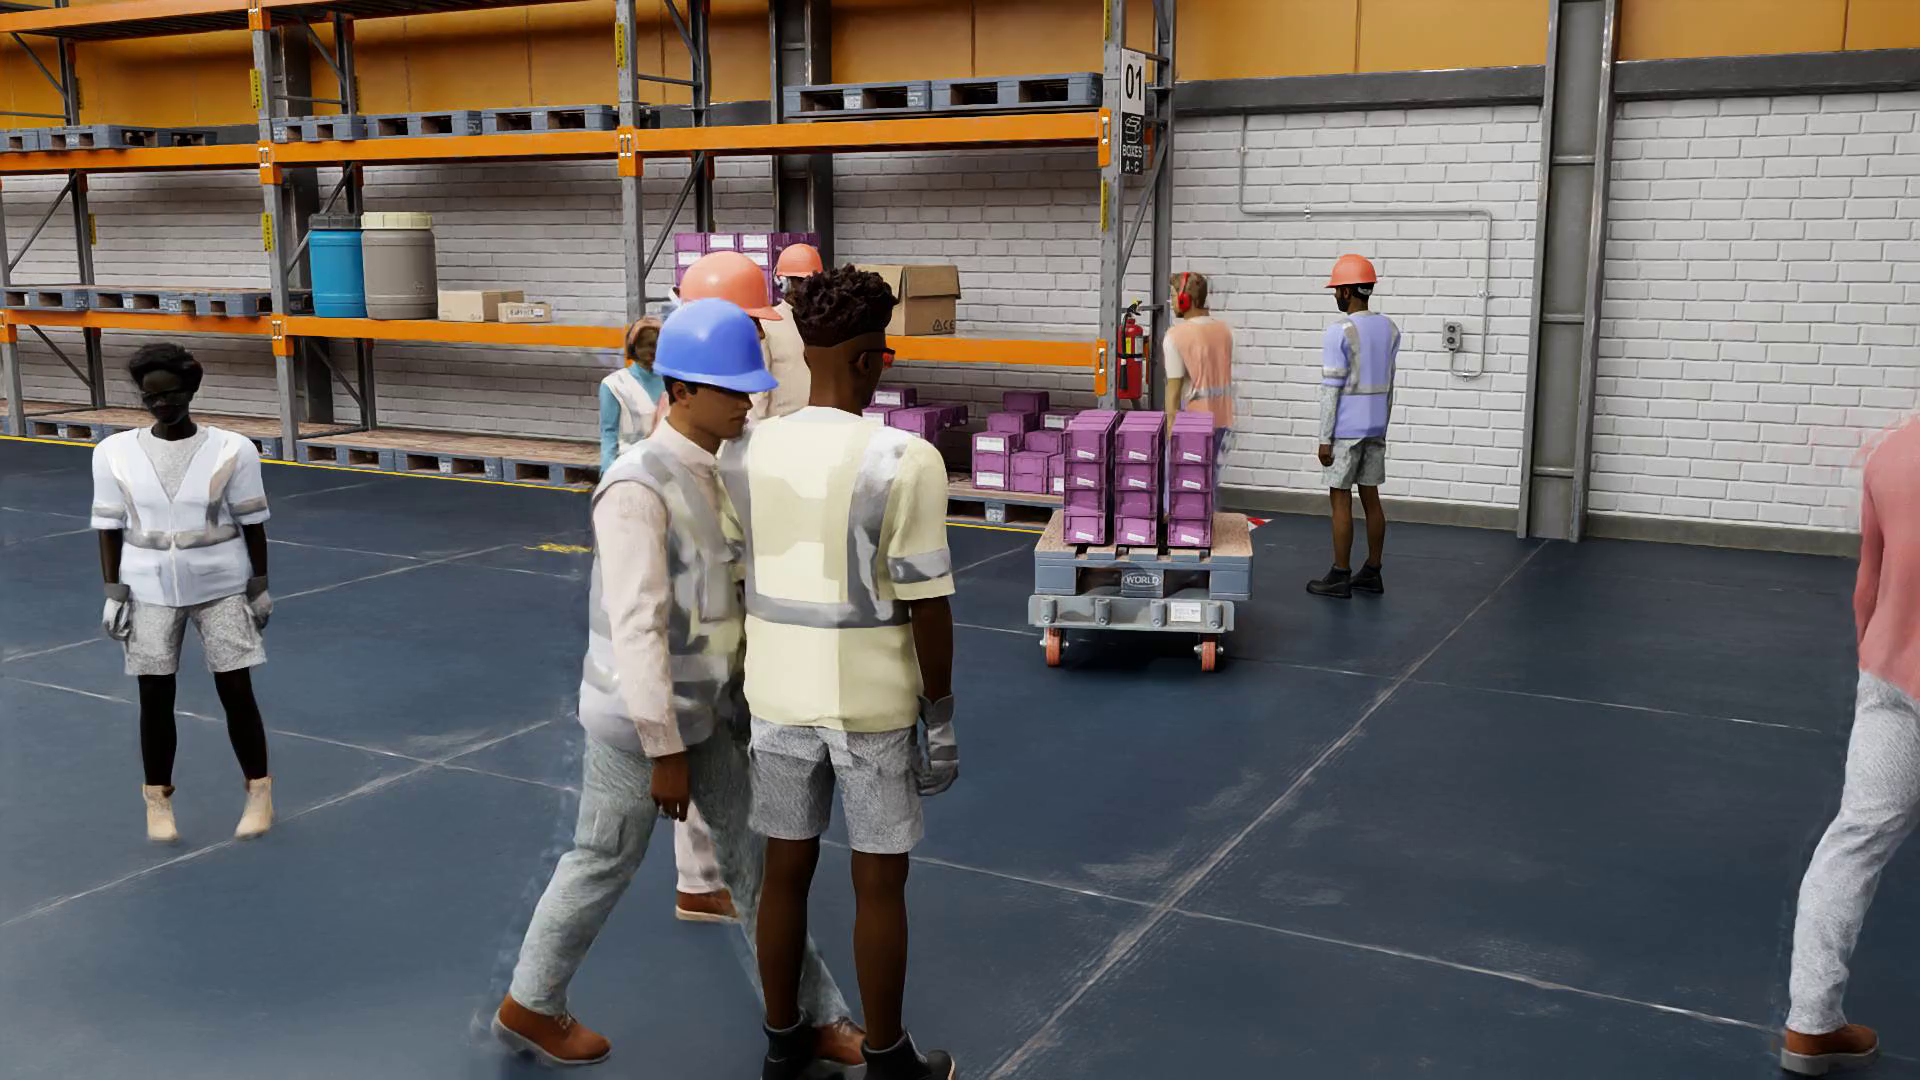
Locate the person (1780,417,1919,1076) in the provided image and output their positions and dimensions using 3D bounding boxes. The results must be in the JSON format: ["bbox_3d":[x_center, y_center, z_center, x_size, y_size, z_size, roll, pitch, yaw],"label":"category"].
[{"bbox_3d":[2.444,0.371,4.027,1.036,1.861,0.663,-4,11,-21],"label":"person"}]

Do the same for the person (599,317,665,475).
[{"bbox_3d":[-1.557,-0.303,8.364,0.527,1.630,0.314,-8,13,-36],"label":"person"}]

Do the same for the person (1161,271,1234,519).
[{"bbox_3d":[1.353,-0.628,9.603,0.573,1.827,0.442,-9,13,-39],"label":"person"}]

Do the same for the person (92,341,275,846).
[{"bbox_3d":[-2.585,0.180,5.569,0.539,1.689,0.323,-3,11,-14],"label":"person"}]

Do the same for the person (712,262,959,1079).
[{"bbox_3d":[-0.278,0.357,3.820,0.614,1.963,0.362,5,11,25],"label":"person"}]

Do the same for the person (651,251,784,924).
[{"bbox_3d":[-0.709,0.150,4.927,0.407,1.981,0.626,-1,10,-6],"label":"person"}]

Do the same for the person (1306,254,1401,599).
[{"bbox_3d":[2.196,-0.630,9.350,0.546,1.930,0.380,-7,12,-33],"label":"person"}]

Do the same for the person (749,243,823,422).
[{"bbox_3d":[-0.865,-0.594,8.990,0.615,1.988,0.399,-10,14,-43],"label":"person"}]

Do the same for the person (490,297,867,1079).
[{"bbox_3d":[-0.683,0.385,3.904,1.035,1.893,0.649,4,11,20],"label":"person"}]
